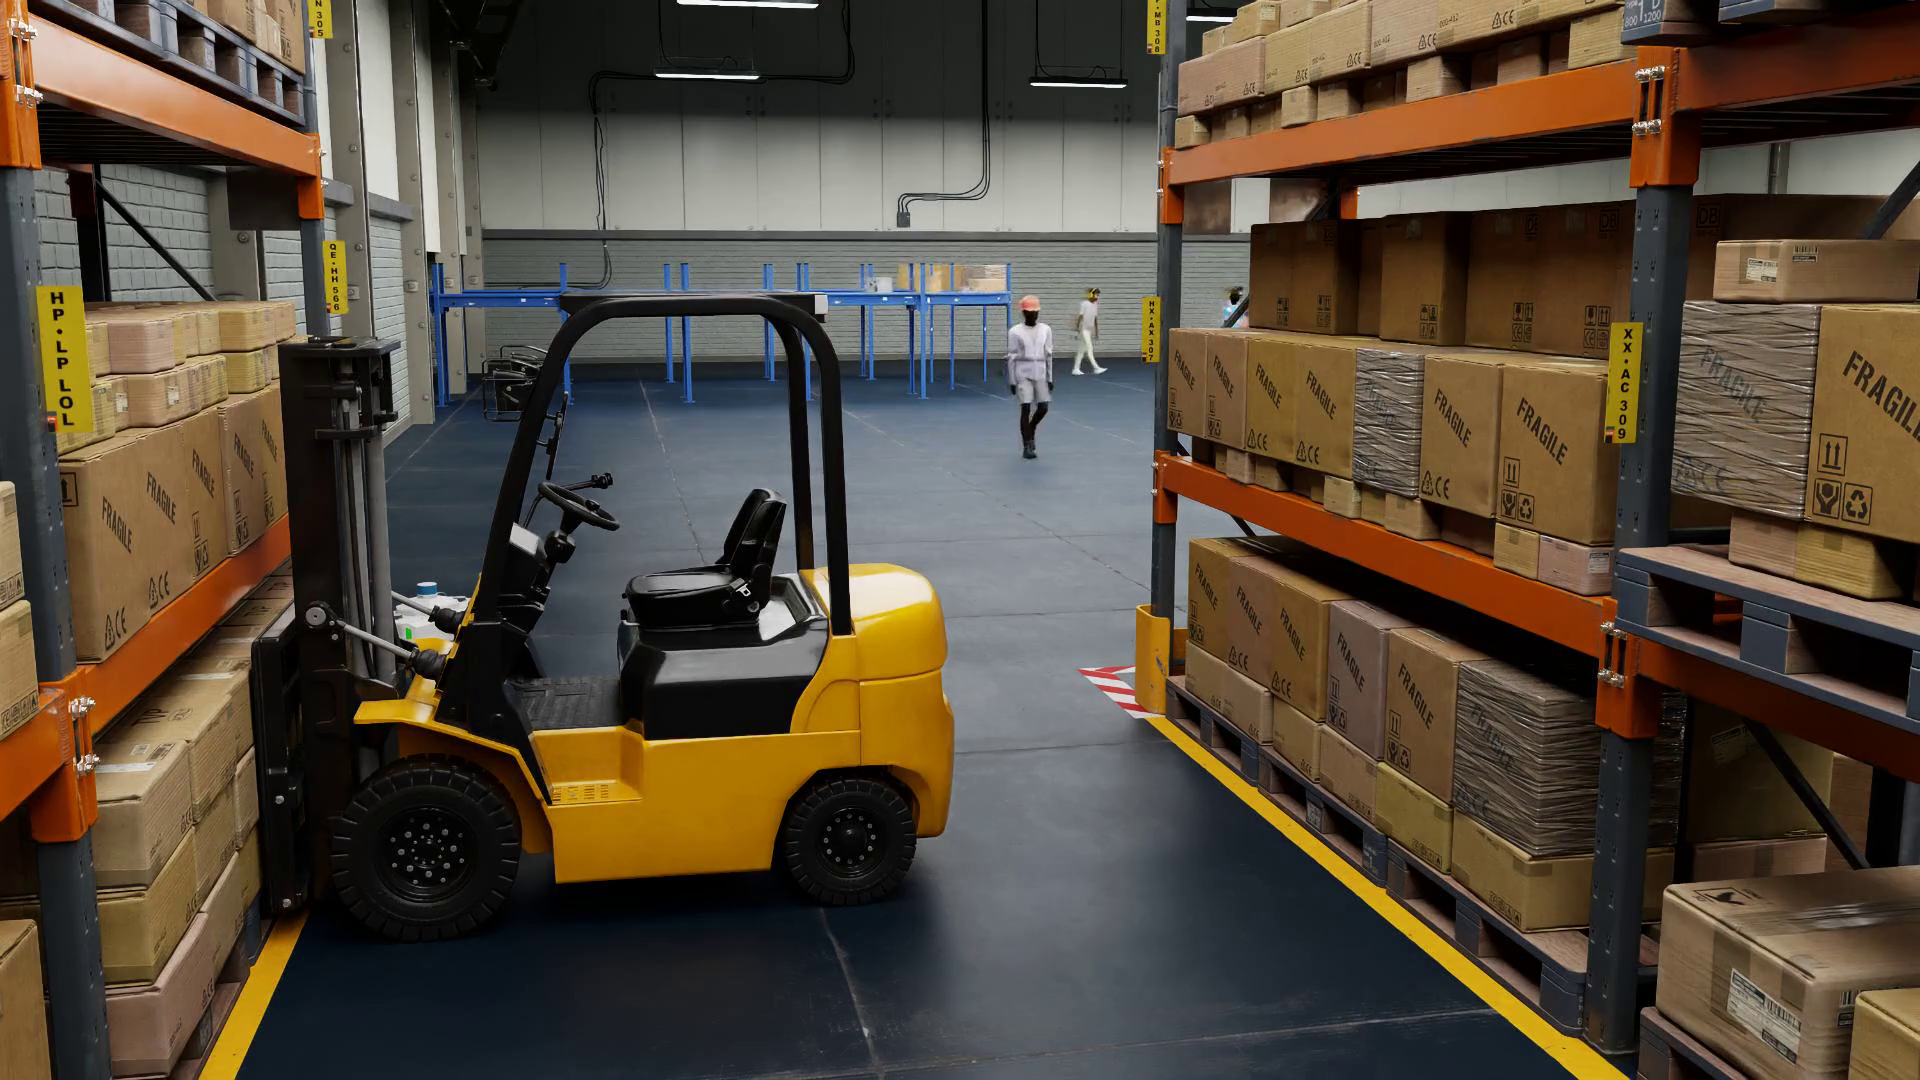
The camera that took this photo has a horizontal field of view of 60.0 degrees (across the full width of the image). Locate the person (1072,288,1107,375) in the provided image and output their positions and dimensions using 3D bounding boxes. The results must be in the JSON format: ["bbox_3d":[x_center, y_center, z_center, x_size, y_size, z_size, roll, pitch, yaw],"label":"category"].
[{"bbox_3d":[2.736,-4.332,34.631,0.971,1.811,0.561,7,12,37],"label":"person"}]

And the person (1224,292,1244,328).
[{"bbox_3d":[5.993,-4.557,36.364,0.533,1.697,0.322,-3,10,-18],"label":"person"}]

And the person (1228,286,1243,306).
[{"bbox_3d":[6.164,-4.803,37.476,0.520,1.838,0.926,-8,12,-40],"label":"person"}]

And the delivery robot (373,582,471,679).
[{"bbox_3d":[-2.881,0.473,9.029,0.477,0.478,0.707,4,10,22],"label":"delivery robot"}]

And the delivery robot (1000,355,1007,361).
[{"bbox_3d":[1.140,-3.828,34.454,0.335,0.223,0.698,-9,13,-43],"label":"delivery robot"}]

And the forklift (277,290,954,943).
[{"bbox_3d":[-1.179,0.175,6.143,2.313,2.155,1.214,-2,10,-12],"label":"forklift"}]

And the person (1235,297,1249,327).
[{"bbox_3d":[4.124,-2.496,23.338,0.623,1.853,0.988,-3,10,-17],"label":"person"}]

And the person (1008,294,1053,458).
[{"bbox_3d":[0.830,-1.944,19.732,0.561,1.925,0.509,-3,10,-18],"label":"person"}]
